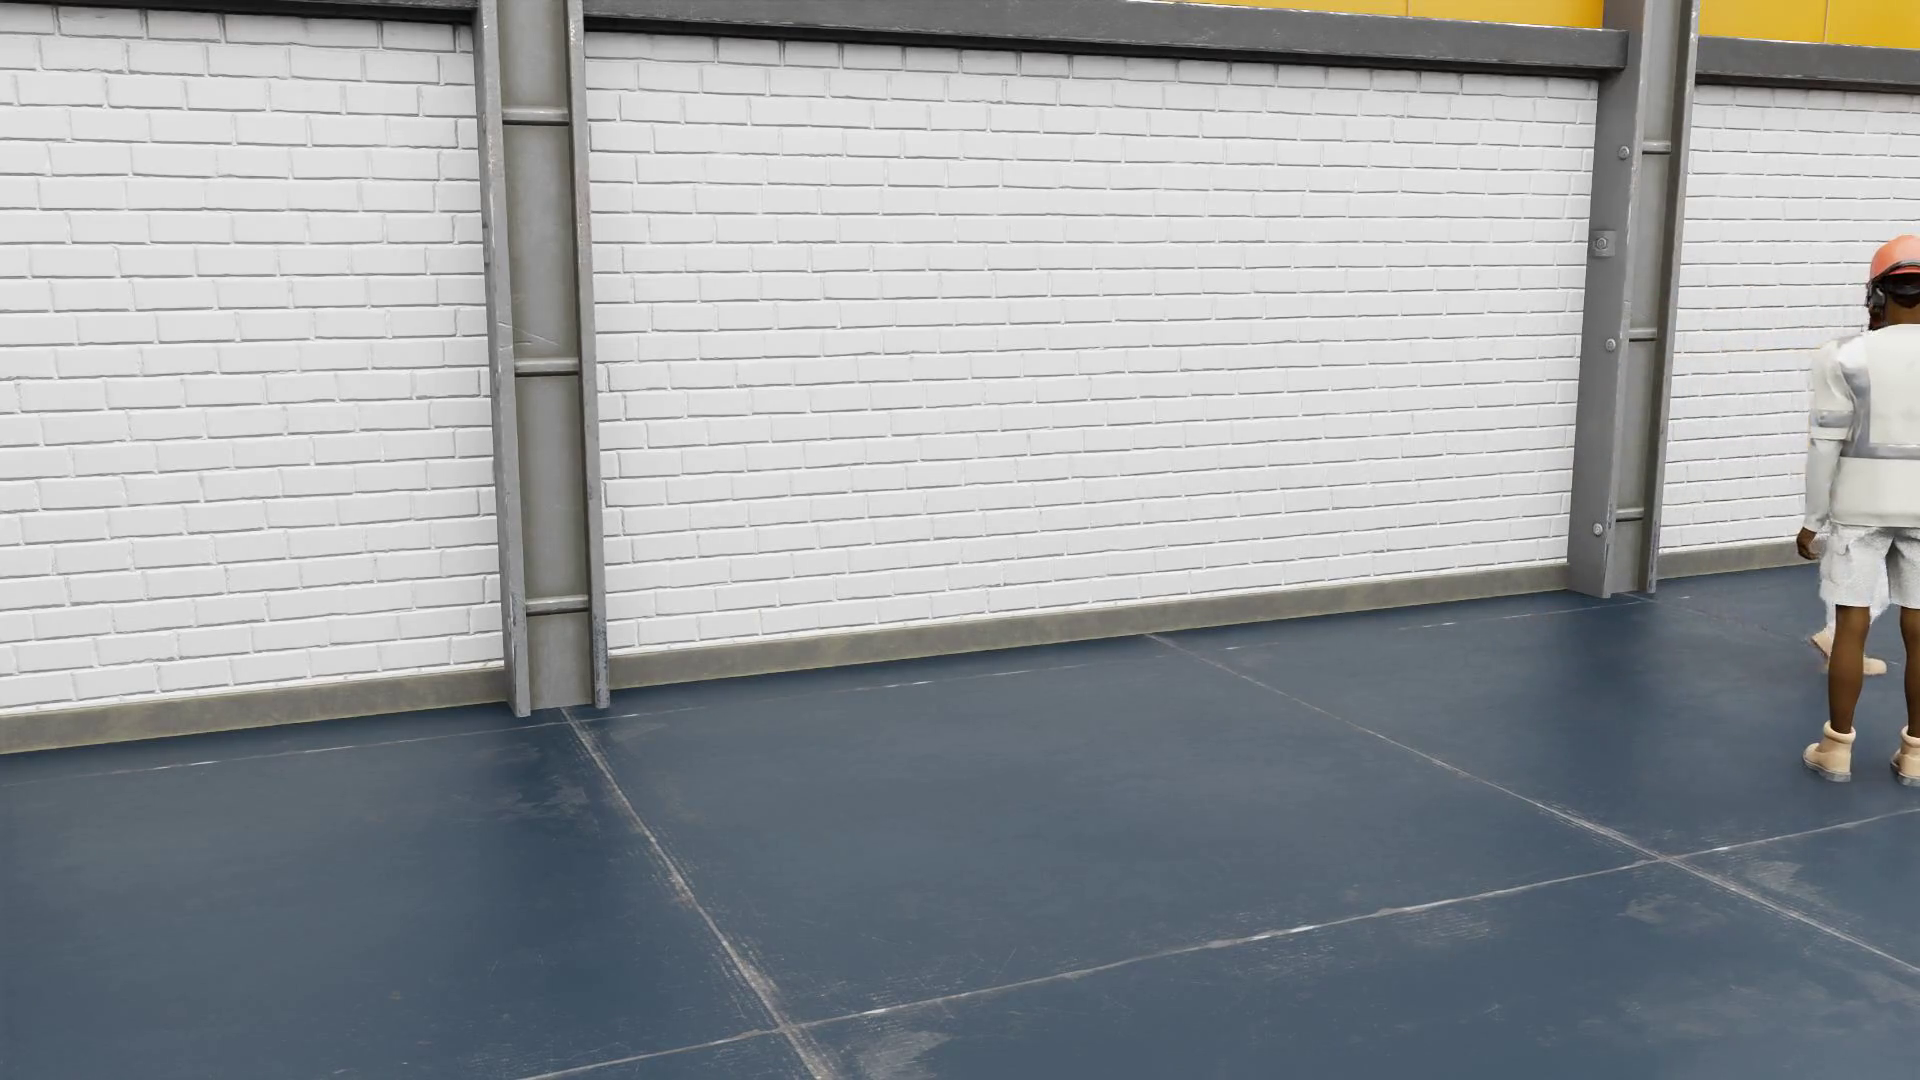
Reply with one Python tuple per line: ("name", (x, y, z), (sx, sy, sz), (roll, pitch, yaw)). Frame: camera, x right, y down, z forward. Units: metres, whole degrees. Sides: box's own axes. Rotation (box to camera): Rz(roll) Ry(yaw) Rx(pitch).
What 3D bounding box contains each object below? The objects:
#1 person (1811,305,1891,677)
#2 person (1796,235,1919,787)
("person", (4.165, -0.251, 7.602), (0.436, 1.824, 0.630), (-2, 10, -8))
("person", (3.438, -0.100, 6.171), (0.605, 2.034, 0.393), (3, 11, 16))
